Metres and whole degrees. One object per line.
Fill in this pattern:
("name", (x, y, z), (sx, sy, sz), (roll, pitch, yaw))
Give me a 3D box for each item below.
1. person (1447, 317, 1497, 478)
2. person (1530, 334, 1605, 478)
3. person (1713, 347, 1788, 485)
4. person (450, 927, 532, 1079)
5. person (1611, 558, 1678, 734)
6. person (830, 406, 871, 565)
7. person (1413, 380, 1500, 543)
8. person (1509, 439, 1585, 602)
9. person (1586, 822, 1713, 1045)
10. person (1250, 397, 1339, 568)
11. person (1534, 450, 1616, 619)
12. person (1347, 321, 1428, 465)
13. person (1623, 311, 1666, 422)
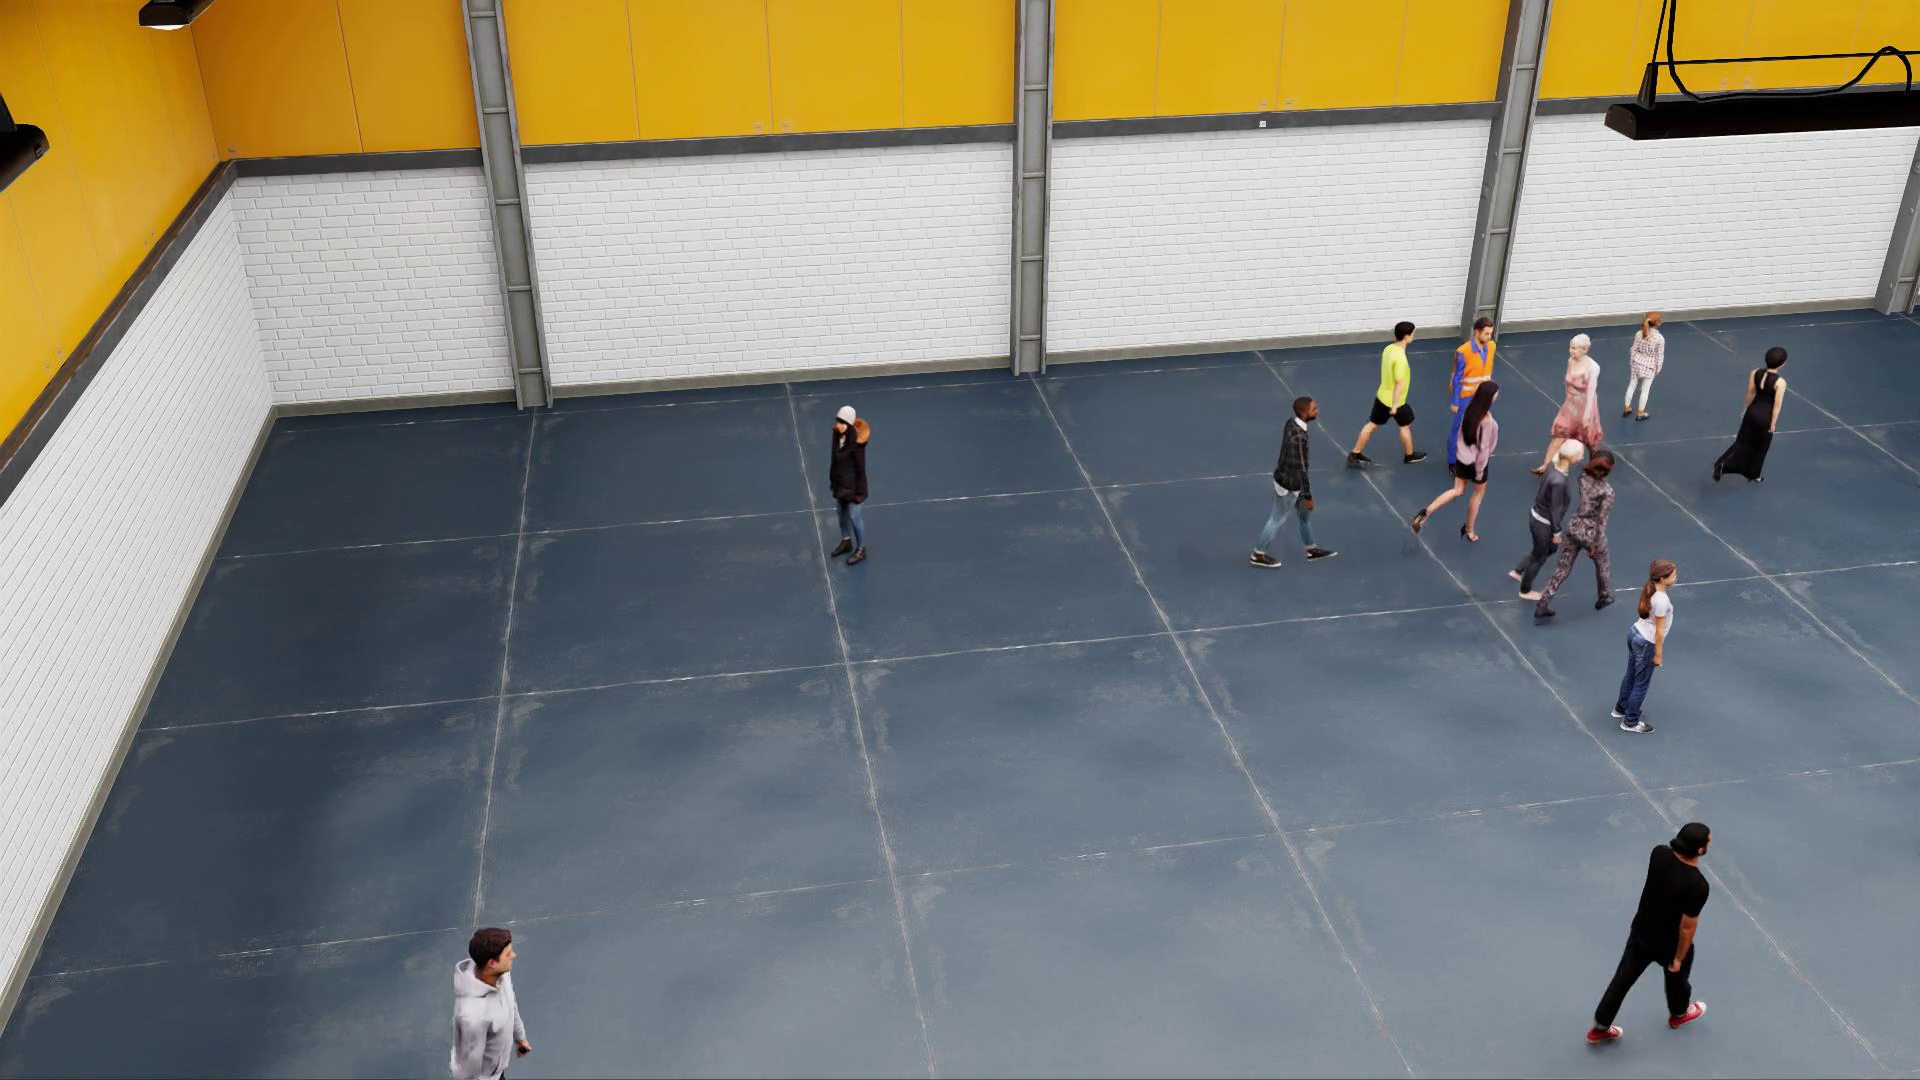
("person", (5.394, -1.553, 17.776), (0.766, 1.845, 0.858), (-14, 32, -25))
("person", (6.666, -1.411, 17.729), (1.199, 1.639, 0.901), (-21, 35, -33))
("person", (8.358, -1.262, 17.517), (1.004, 1.582, 0.761), (-14, 32, -24))
("person", (-2.795, 3.006, 9.394), (1.116, 1.867, 0.740), (0, 29, -1))
("person", (5.651, 0.840, 13.684), (0.569, 1.562, 0.574), (0, 29, 0))
("person", (-1.072, -0.554, 16.170), (0.778, 1.629, 0.741), (-25, 37, -38))
("person", (4.930, -0.715, 16.298), (1.047, 1.789, 0.724), (-9, 30, -16))
("person", (5.361, -0.198, 15.435), (0.781, 1.707, 0.748), (2, 29, 4))
("person", (4.340, 2.510, 10.461), (1.198, 1.717, 0.847), (-12, 31, -21))
("person", (3.068, -0.537, 15.977), (1.173, 1.784, 0.937), (4, 29, 7))
("person", (5.602, -0.004, 15.123), (1.198, 1.666, 0.844), (-15, 32, -25))
("person", (4.579, -1.539, 17.941), (1.123, 1.662, 0.668), (-6, 29, -12))
("person", (7.897, -2.023, 19.194), (0.657, 1.311, 0.622), (-24, 37, -37))
